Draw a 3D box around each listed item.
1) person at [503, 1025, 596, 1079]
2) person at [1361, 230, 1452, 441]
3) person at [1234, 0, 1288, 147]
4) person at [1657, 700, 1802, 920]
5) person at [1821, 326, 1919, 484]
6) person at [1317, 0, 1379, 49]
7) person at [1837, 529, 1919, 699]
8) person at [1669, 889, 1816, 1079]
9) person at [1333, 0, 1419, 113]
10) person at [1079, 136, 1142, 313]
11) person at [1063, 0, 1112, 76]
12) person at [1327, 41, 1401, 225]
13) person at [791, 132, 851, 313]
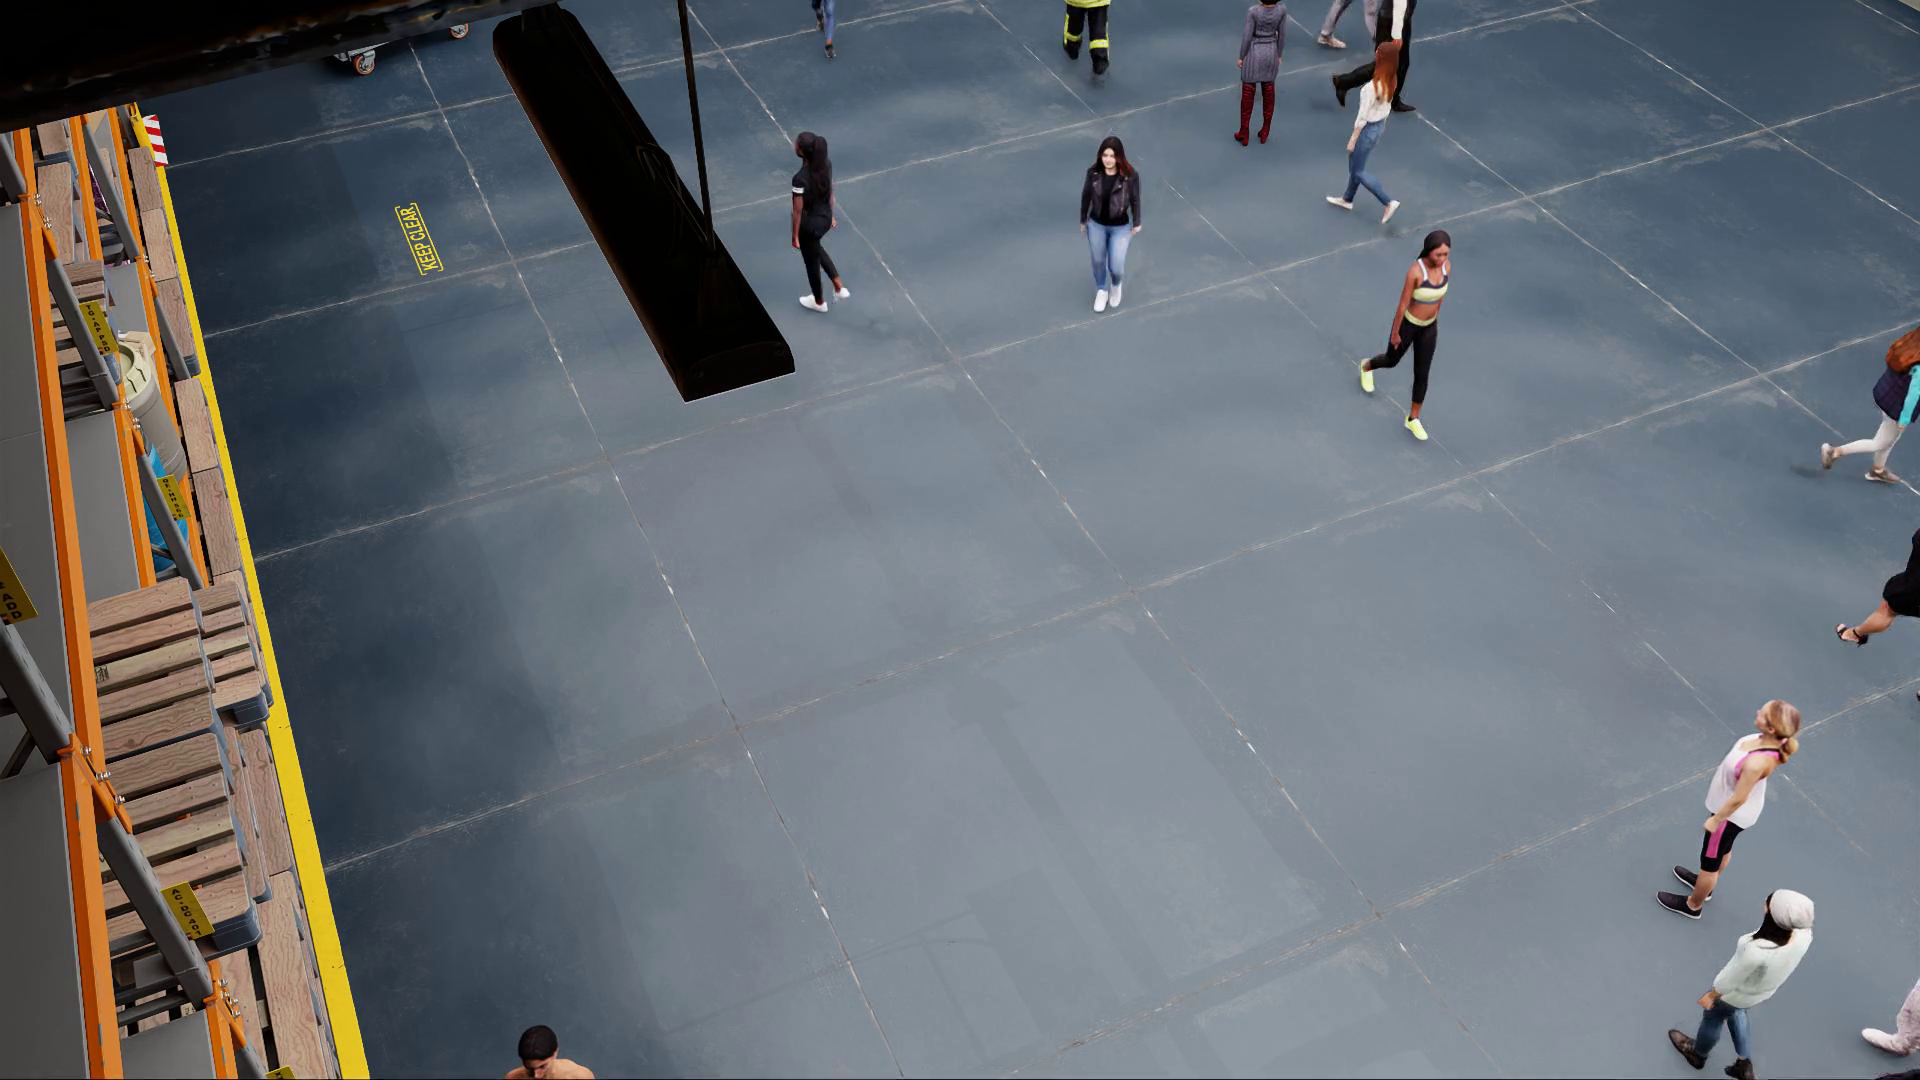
[{"bbox_3d":[-1.895,2.866,7.989,0.647,1.822,0.620,-7,44,-7],"label":"person"},{"bbox_3d":[3.453,-1.678,12.832,0.645,1.722,1.139,-13,45,-14],"label":"person"},{"bbox_3d":[2.877,-4.598,15.906,0.642,1.710,0.603,-6,44,-7],"label":"person"},{"bbox_3d":[4.397,1.527,9.420,0.646,1.788,0.670,33,53,30],"label":"person"},{"bbox_3d":[6.887,-1.015,12.305,0.935,1.490,0.881,12,45,13],"label":"person"},{"bbox_3d":[4.100,-5.934,17.176,1.261,1.891,1.155,17,46,17],"label":"person"},{"bbox_3d":[6.339,0.388,10.718,0.757,1.646,1.127,-29,51,-27],"label":"person"},{"bbox_3d":[4.138,2.363,8.647,0.583,1.643,0.714,-17,46,-17],"label":"person"},{"bbox_3d":[4.140,-5.043,16.240,1.169,1.892,1.131,11,45,11],"label":"person"},{"bbox_3d":[1.270,-2.673,13.946,0.762,1.626,0.821,14,45,14],"label":"person"},{"bbox_3d":[1.344,-5.633,16.858,0.935,1.895,1.246,-9,44,-10],"label":"person"},{"bbox_3d":[3.721,-3.610,14.867,1.060,1.713,0.874,28,50,26],"label":"person"},{"bbox_3d":[-1.146,-2.591,13.790,0.880,1.723,0.810,23,48,23],"label":"person"}]
